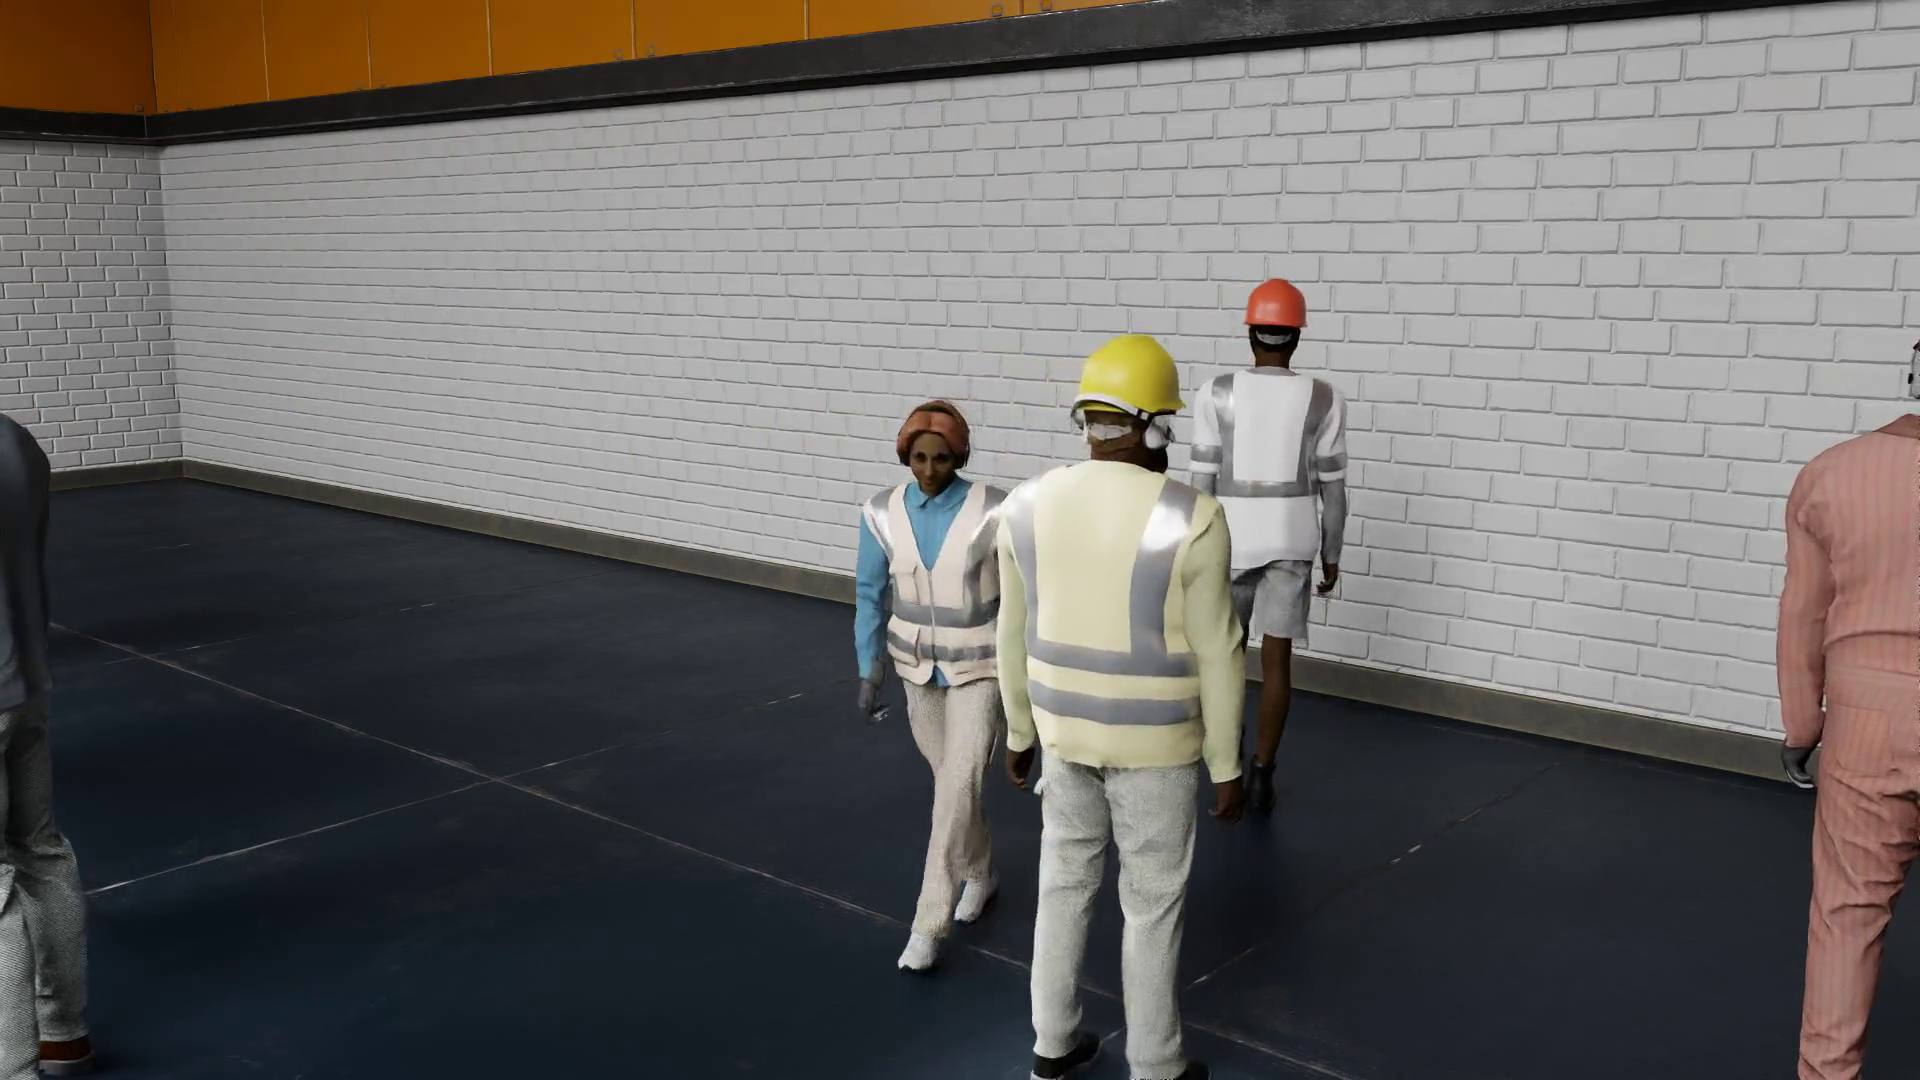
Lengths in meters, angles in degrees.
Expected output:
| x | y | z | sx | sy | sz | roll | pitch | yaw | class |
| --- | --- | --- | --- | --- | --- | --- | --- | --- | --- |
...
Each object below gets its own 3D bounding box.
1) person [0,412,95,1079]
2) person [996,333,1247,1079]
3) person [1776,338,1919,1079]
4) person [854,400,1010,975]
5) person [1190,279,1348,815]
| x | y | z | sx | sy | sz | roll | pitch | yaw | class |
| --- | --- | --- | --- | --- | --- | --- | --- | --- | --- |
| -2.281 | 0.398 | 3.810 | 0.359 | 1.936 | 0.632 | 0 | 10 | -1 | person |
| 0.377 | 0.441 | 3.866 | 0.605 | 1.829 | 0.404 | 7 | 12 | 35 | person |
| 2.149 | 0.438 | 3.670 | 0.642 | 1.909 | 0.399 | 9 | 13 | 41 | person |
| -0.047 | 0.399 | 4.743 | 0.523 | 1.589 | 0.819 | 4 | 11 | 23 | person |
| 1.134 | 0.000 | 6.164 | 0.566 | 1.901 | 0.852 | 2 | 10 | 9 | person |
